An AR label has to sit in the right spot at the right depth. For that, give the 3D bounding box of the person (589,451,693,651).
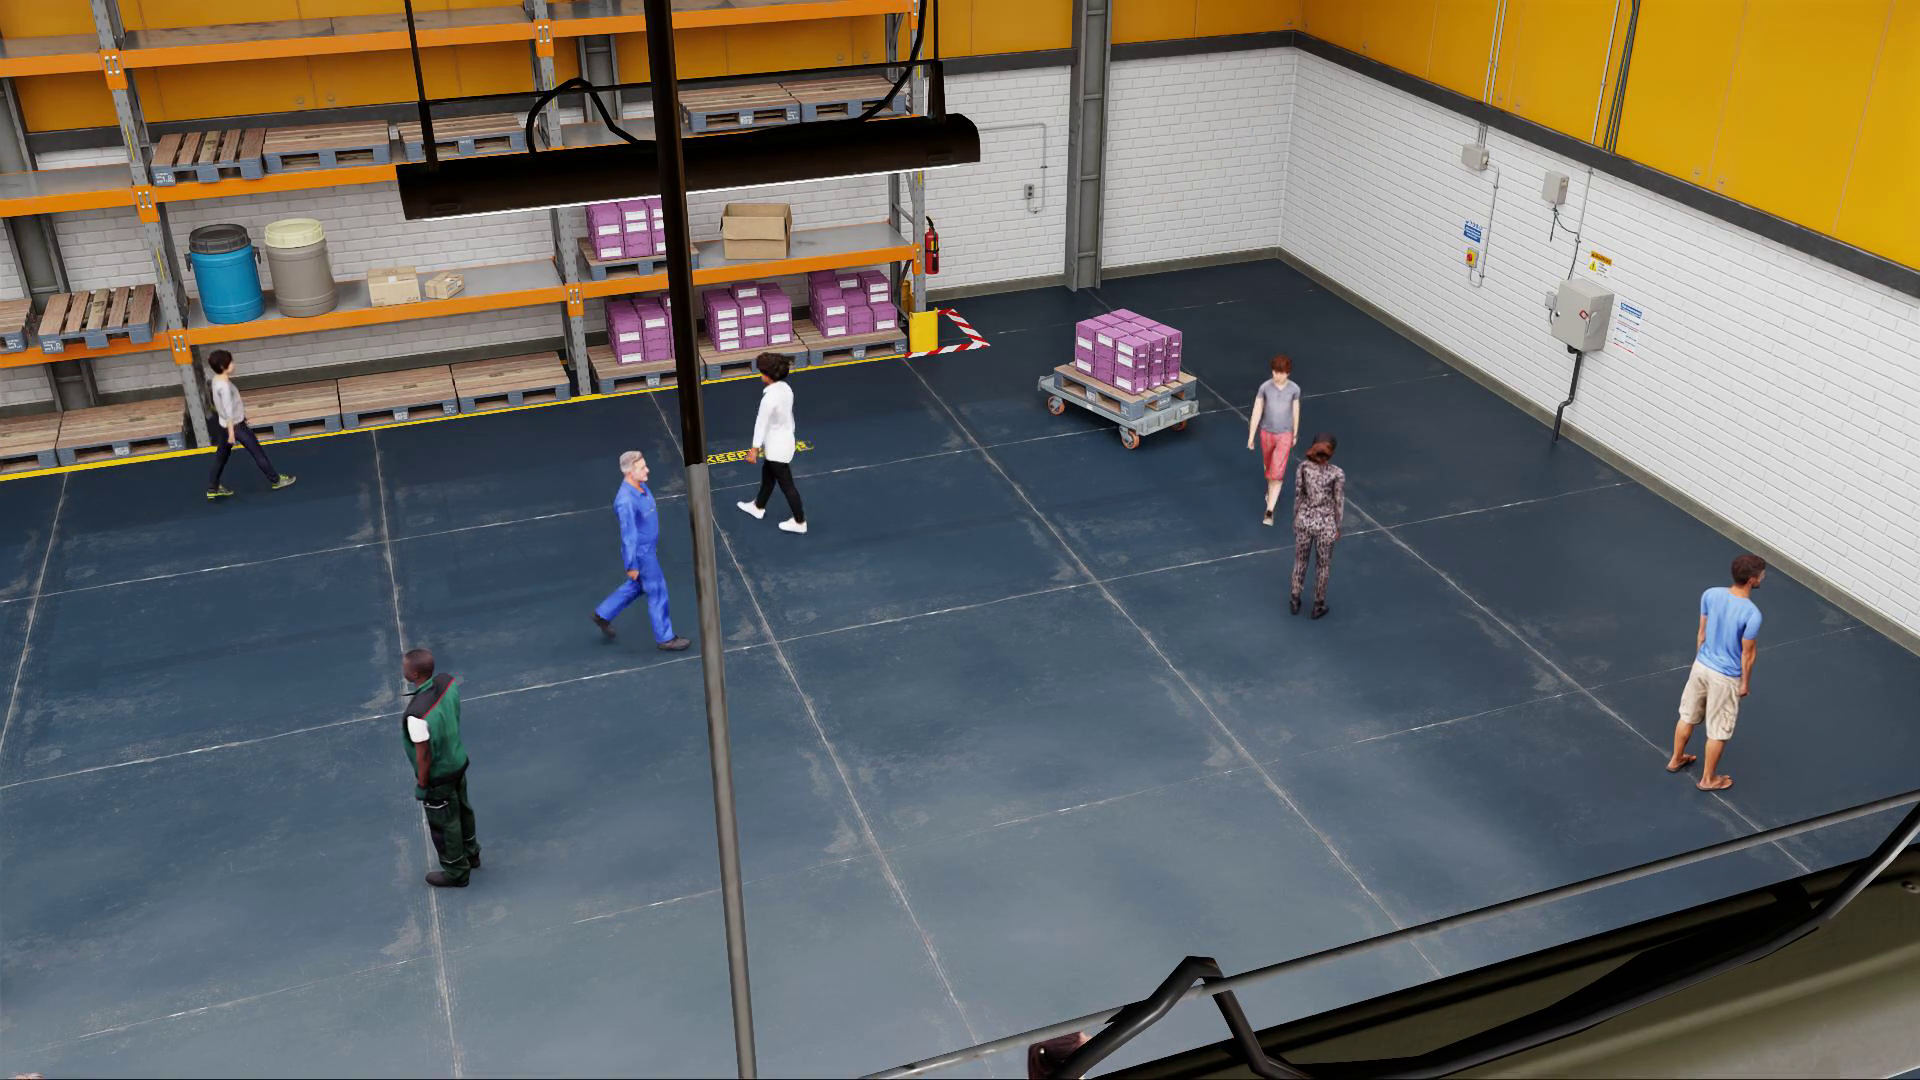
[{"bbox_3d":[-2.716,0.105,13.685,1.226,1.801,0.991,0,29,0],"label":"person"}]

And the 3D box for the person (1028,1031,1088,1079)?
[{"bbox_3d":[0.500,3.085,8.398,0.625,1.631,0.684,-4,29,-7],"label":"person"}]

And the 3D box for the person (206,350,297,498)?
[{"bbox_3d":[-7.164,-1.093,16.184,1.102,1.511,0.752,-19,34,-30],"label":"person"}]

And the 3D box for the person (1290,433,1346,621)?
[{"bbox_3d":[3.036,-0.131,14.208,0.673,1.715,0.727,14,32,24],"label":"person"}]

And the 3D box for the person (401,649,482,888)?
[{"bbox_3d":[-3.461,1.505,11.078,0.789,1.840,0.783,5,29,9],"label":"person"}]

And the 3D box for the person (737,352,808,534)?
[{"bbox_3d":[-1.618,-0.871,15.494,1.096,1.781,0.969,7,29,13],"label":"person"}]

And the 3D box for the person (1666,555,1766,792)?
[{"bbox_3d":[5.512,0.947,12.075,0.608,1.864,0.683,-14,32,-24],"label":"person"}]

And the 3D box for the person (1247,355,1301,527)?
[{"bbox_3d":[3.032,-1.025,15.963,1.146,1.603,1.107,8,30,15],"label":"person"}]
